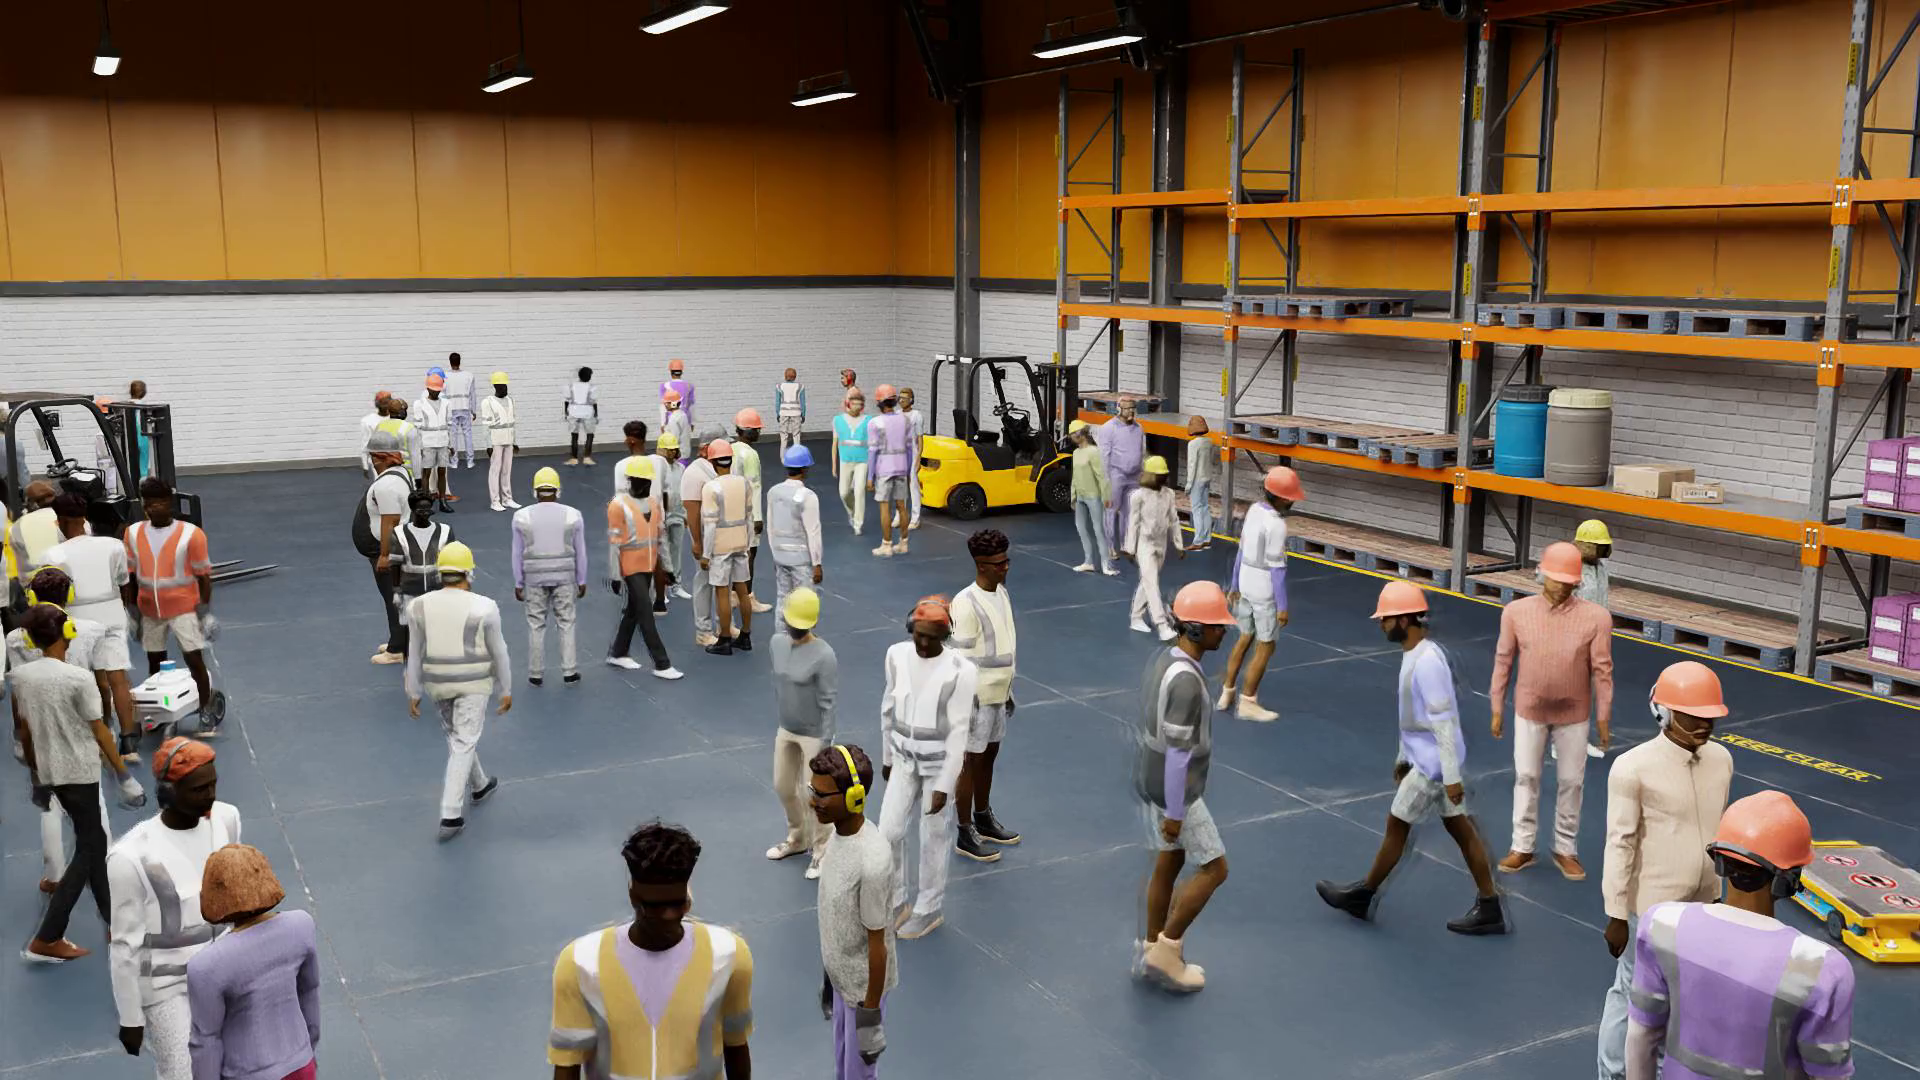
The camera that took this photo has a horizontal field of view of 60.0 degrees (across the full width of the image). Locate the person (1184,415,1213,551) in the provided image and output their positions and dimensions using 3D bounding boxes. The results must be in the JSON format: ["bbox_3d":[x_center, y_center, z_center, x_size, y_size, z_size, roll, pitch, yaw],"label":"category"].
[{"bbox_3d":[2.857,-0.684,19.971,0.281,1.631,0.504,7,12,37],"label":"person"}]

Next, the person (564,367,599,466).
[{"bbox_3d":[-6.357,-2.055,27.799,0.658,1.668,0.312,0,10,-2],"label":"person"}]

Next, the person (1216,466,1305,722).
[{"bbox_3d":[2.284,0.399,12.723,0.512,1.988,0.762,-2,10,-14],"label":"person"}]

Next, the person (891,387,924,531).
[{"bbox_3d":[-0.696,-1.044,21.433,0.506,1.847,0.345,7,12,35],"label":"person"}]

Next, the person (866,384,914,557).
[{"bbox_3d":[-0.834,-0.819,19.588,0.611,2.041,0.403,-7,12,-33],"label":"person"}]

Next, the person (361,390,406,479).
[{"bbox_3d":[-7.331,-1.000,21.183,0.583,1.857,0.844,-8,12,-37],"label":"person"}]

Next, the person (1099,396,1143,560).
[{"bbox_3d":[1.921,-0.731,19.454,0.636,1.911,0.405,-7,12,-36],"label":"person"}]

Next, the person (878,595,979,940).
[{"bbox_3d":[-0.210,1.190,8.556,0.620,1.856,0.523,5,11,29],"label":"person"}]

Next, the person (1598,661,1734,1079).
[{"bbox_3d":[2.835,1.450,6.646,0.623,1.992,0.391,-4,11,-24],"label":"person"}]

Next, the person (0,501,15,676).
[{"bbox_3d":[-8.187,0.262,13.703,0.632,1.914,0.959,3,10,15],"label":"person"}]

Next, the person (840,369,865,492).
[{"bbox_3d":[-1.592,-1.637,24.889,0.389,1.837,0.560,1,10,8],"label":"person"}]

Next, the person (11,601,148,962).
[{"bbox_3d":[-4.491,1.230,8.426,0.612,1.837,0.624,5,11,25],"label":"person"}]

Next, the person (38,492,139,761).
[{"bbox_3d":[-6.164,0.608,11.785,0.612,1.910,1.047,-10,14,-44],"label":"person"}]

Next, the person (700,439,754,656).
[{"bbox_3d":[-2.091,0.063,14.823,0.374,1.929,0.542,9,13,42],"label":"person"}]

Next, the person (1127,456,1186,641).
[{"bbox_3d":[1.838,0.072,15.403,0.508,1.699,0.875,-6,12,-32],"label":"person"}]

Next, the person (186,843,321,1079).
[{"bbox_3d":[-2.364,1.814,5.624,0.287,1.626,0.497,5,11,26],"label":"person"}]

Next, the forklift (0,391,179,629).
[{"bbox_3d":[-9.026,-0.363,16.508,1.214,2.155,2.313,6,11,29],"label":"forklift"}]

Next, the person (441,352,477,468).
[{"bbox_3d":[-8.315,-2.146,27.566,0.593,1.921,0.391,-4,11,-23],"label":"person"}]

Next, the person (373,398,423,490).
[{"bbox_3d":[-6.681,-0.771,19.877,0.624,1.845,0.430,4,11,22],"label":"person"}]

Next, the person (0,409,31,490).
[{"bbox_3d":[-10.128,-0.429,17.629,0.631,1.940,0.372,1,10,7],"label":"person"}]

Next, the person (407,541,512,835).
[{"bbox_3d":[-3.124,0.897,10.438,0.609,1.785,0.954,2,10,9],"label":"person"}]

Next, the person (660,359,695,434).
[{"bbox_3d":[-4.455,-1.881,26.071,0.577,1.901,0.917,-4,11,-21],"label":"person"}]

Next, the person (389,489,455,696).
[{"bbox_3d":[-4.338,0.415,13.486,0.535,1.694,0.320,-4,11,-22],"label":"person"}]

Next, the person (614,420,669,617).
[{"bbox_3d":[-3.100,-0.194,16.220,0.405,1.956,0.633,9,13,43],"label":"person"}]

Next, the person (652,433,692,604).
[{"bbox_3d":[-2.974,-0.231,17.049,0.295,1.744,0.490,8,13,38],"label":"person"}]

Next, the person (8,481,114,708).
[{"bbox_3d":[-6.997,0.436,13.060,0.764,1.814,0.431,0,10,1],"label":"person"}]

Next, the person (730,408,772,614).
[{"bbox_3d":[-2.103,-0.291,16.534,0.391,2.040,0.615,-6,12,-32],"label":"person"}]

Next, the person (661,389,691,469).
[{"bbox_3d":[-3.826,-1.163,22.439,0.378,1.740,0.577,1,10,4],"label":"person"}]

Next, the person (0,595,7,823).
[{"bbox_3d":[-6.266,0.862,10.288,0.650,1.907,0.409,-4,11,-24],"label":"person"}]

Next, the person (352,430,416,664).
[{"bbox_3d":[-5.031,0.053,14.557,0.538,2.000,0.684,-1,10,-8],"label":"person"}]

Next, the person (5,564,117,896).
[{"bbox_3d":[-4.997,1.062,9.276,0.513,1.862,0.327,-7,12,-34],"label":"person"}]

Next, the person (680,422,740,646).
[{"bbox_3d":[-2.191,-0.058,15.197,0.539,2.000,0.688,5,11,28],"label":"person"}]

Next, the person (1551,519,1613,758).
[{"bbox_3d":[4.385,0.710,11.663,0.486,1.736,0.318,-7,12,-37],"label":"person"}]

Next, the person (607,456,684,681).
[{"bbox_3d":[-2.679,0.219,14.071,0.896,1.878,0.600,5,11,27],"label":"person"}]

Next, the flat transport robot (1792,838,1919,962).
[{"bbox_3d":[4.874,1.904,8.992,0.652,0.197,1.431,0,10,-1],"label":"flat transport robot"}]

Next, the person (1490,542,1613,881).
[{"bbox_3d":[3.353,0.973,9.456,0.645,1.980,0.447,4,11,21],"label":"person"}]

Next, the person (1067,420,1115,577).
[{"bbox_3d":[1.461,-0.460,18.434,0.386,1.719,0.696,-5,11,-28],"label":"person"}]

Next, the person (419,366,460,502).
[{"bbox_3d":[-7.475,-1.508,23.806,0.614,1.946,0.389,8,13,38],"label":"person"}]

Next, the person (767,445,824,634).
[{"bbox_3d":[-1.385,0.157,14.235,0.630,1.943,0.408,9,14,43],"label":"person"}]

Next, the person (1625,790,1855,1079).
[{"bbox_3d":[2.289,1.727,4.914,0.616,2.041,0.379,9,13,43],"label":"person"}]

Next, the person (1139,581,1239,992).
[{"bbox_3d":[1.087,1.190,8.049,0.470,2.023,0.618,0,10,-1],"label":"person"}]

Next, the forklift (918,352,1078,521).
[{"bbox_3d":[0.460,-1.461,22.833,2.313,2.155,1.214,-5,11,-28],"label":"forklift"}]

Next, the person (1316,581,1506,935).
[{"bbox_3d":[2.428,1.149,8.773,1.017,1.852,0.552,3,10,15],"label":"person"}]

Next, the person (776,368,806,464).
[{"bbox_3d":[-2.858,-2.091,28.087,0.508,1.629,0.317,0,10,-2],"label":"person"}]

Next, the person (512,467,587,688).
[{"bbox_3d":[-3.384,0.309,13.722,0.603,1.824,0.404,-3,10,-18],"label":"person"}]

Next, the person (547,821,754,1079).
[{"bbox_3d":[-0.904,1.783,4.957,0.604,1.915,0.969,-1,10,-8],"label":"person"}]

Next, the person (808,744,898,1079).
[{"bbox_3d":[-0.391,1.631,6.009,0.321,1.860,0.517,-3,10,-18],"label":"person"}]

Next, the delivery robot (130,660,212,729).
[{"bbox_3d":[-5.854,1.137,12.318,0.477,0.478,0.707,0,10,2],"label":"delivery robot"}]

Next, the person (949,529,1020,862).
[{"bbox_3d":[0.153,0.900,9.895,0.366,1.967,0.602,5,11,25],"label":"person"}]

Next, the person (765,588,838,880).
[{"bbox_3d":[-0.893,1.094,9.463,0.571,1.722,0.446,8,13,39],"label":"person"}]

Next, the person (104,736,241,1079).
[{"bbox_3d":[-2.894,1.613,6.113,0.535,1.859,0.579,3,10,17],"label":"person"}]

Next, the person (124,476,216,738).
[{"bbox_3d":[-5.847,0.487,12.290,0.621,1.963,0.372,0,10,-1],"label":"person"}]

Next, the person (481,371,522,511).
[{"bbox_3d":[-6.360,-1.373,23.087,0.364,1.930,0.588,5,11,27],"label":"person"}]

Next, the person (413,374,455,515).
[{"bbox_3d":[-7.158,-1.306,22.711,0.543,1.927,0.383,-9,13,-41],"label":"person"}]

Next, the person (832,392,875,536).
[{"bbox_3d":[-1.339,-0.982,21.181,0.574,1.818,0.636,1,10,6],"label":"person"}]
